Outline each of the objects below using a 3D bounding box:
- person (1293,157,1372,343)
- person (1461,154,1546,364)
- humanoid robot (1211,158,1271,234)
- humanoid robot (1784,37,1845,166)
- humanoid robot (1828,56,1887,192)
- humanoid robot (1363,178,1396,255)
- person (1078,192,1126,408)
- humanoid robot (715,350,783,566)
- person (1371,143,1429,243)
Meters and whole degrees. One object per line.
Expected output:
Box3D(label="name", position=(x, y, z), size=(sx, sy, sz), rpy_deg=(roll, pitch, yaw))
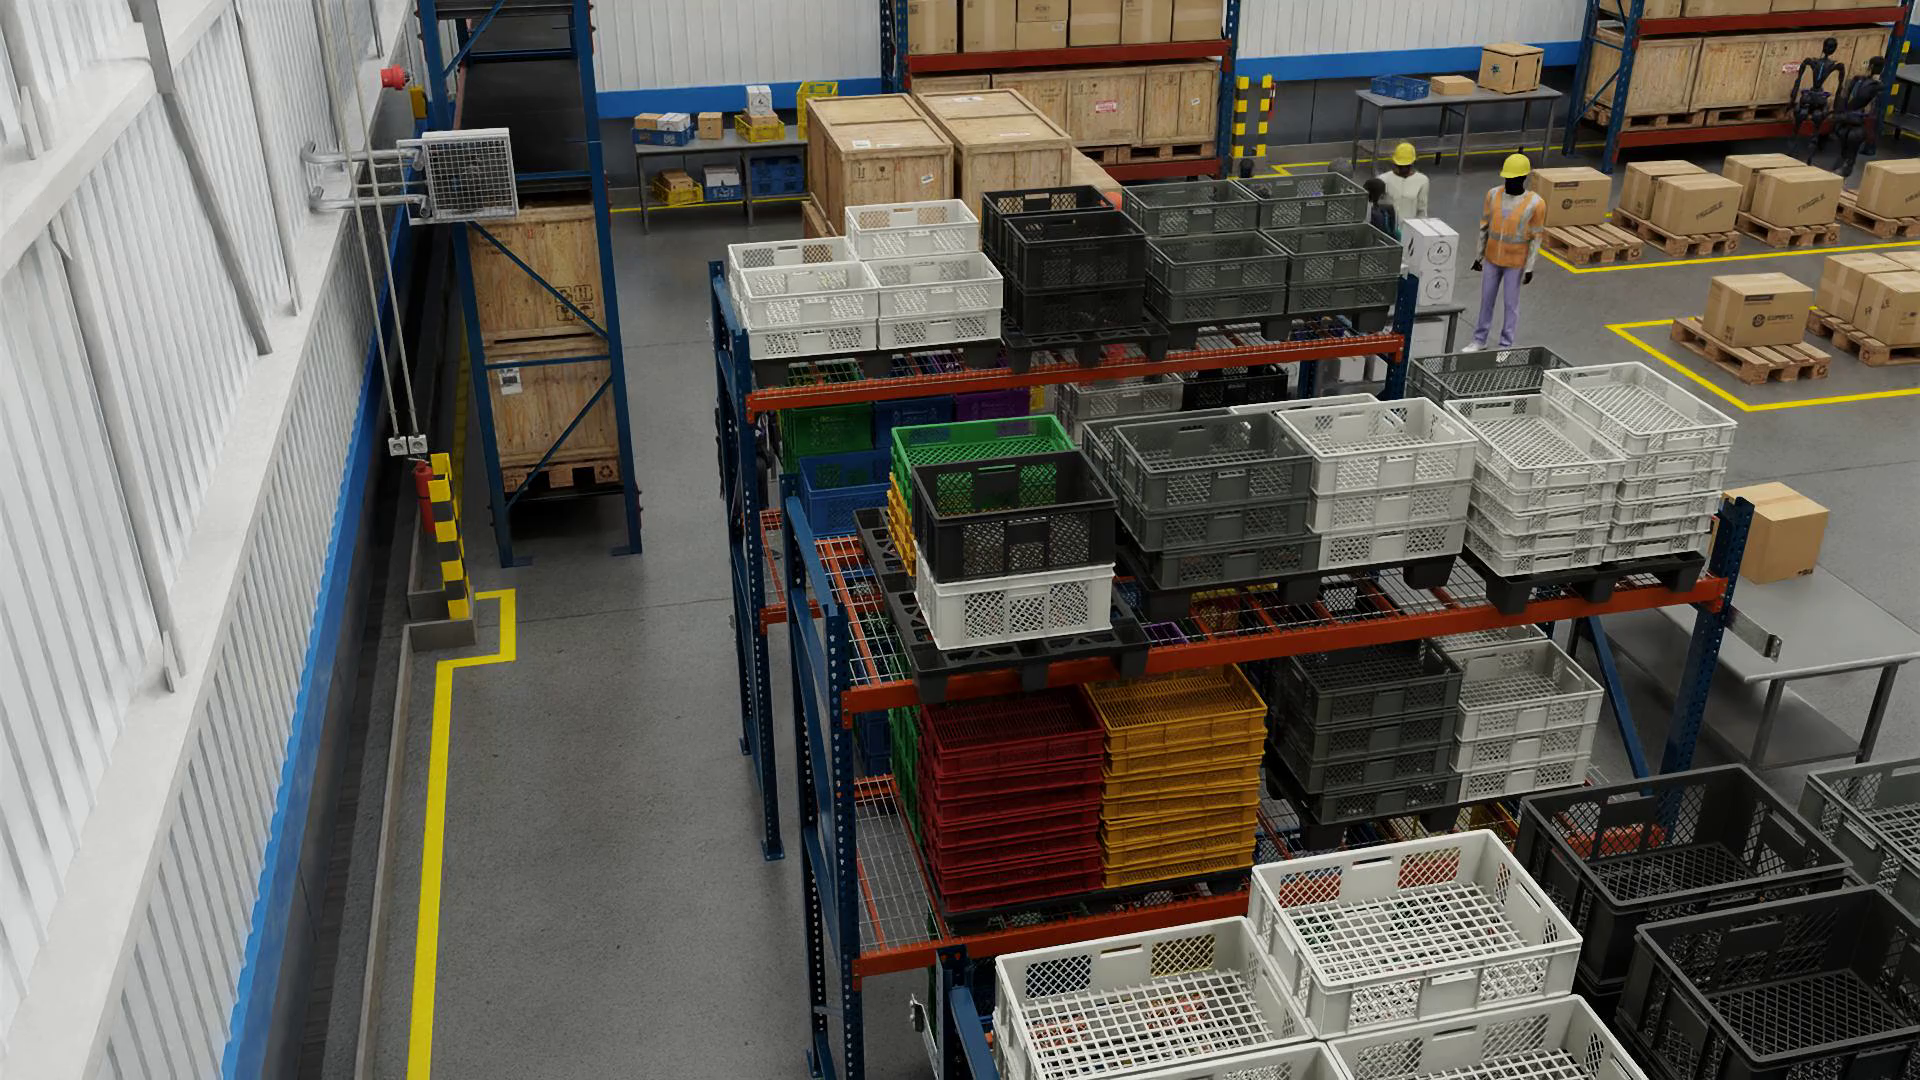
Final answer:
Box3D(label="person", position=(3.255, -2.345, 14.597), size=(0.679, 2.000, 0.538), rpy_deg=(-2, 28, -4))
Box3D(label="person", position=(4.950, -2.559, 15.124), size=(0.380, 1.924, 0.592), rpy_deg=(-25, 37, -39))
Box3D(label="humanoid robot", position=(2.678, -2.840, 15.920), size=(0.581, 1.651, 0.326), rpy_deg=(7, 29, 13))
Box3D(label="humanoid robot", position=(10.726, -5.474, 20.921), size=(0.597, 1.655, 0.296), rpy_deg=(15, 31, 27))
Box3D(label="humanoid robot", position=(10.762, -5.002, 20.025), size=(0.363, 1.637, 0.621), rpy_deg=(-8, 29, -15))
Box3D(label="humanoid robot", position=(3.837, -2.496, 15.274), size=(0.624, 1.645, 0.482), rpy_deg=(-16, 32, -28))
Box3D(label="person", position=(1.215, -1.901, 13.804), size=(0.610, 1.995, 0.377), rpy_deg=(15, 31, 27))
Box3D(label="humanoid robot", position=(-1.472, -0.570, 11.619), size=(0.333, 1.649, 0.588), rpy_deg=(20, 34, 33))
Box3D(label="person", position=(4.299, -3.106, 16.382), size=(0.562, 1.714, 0.876), rpy_deg=(3, 28, 6))
